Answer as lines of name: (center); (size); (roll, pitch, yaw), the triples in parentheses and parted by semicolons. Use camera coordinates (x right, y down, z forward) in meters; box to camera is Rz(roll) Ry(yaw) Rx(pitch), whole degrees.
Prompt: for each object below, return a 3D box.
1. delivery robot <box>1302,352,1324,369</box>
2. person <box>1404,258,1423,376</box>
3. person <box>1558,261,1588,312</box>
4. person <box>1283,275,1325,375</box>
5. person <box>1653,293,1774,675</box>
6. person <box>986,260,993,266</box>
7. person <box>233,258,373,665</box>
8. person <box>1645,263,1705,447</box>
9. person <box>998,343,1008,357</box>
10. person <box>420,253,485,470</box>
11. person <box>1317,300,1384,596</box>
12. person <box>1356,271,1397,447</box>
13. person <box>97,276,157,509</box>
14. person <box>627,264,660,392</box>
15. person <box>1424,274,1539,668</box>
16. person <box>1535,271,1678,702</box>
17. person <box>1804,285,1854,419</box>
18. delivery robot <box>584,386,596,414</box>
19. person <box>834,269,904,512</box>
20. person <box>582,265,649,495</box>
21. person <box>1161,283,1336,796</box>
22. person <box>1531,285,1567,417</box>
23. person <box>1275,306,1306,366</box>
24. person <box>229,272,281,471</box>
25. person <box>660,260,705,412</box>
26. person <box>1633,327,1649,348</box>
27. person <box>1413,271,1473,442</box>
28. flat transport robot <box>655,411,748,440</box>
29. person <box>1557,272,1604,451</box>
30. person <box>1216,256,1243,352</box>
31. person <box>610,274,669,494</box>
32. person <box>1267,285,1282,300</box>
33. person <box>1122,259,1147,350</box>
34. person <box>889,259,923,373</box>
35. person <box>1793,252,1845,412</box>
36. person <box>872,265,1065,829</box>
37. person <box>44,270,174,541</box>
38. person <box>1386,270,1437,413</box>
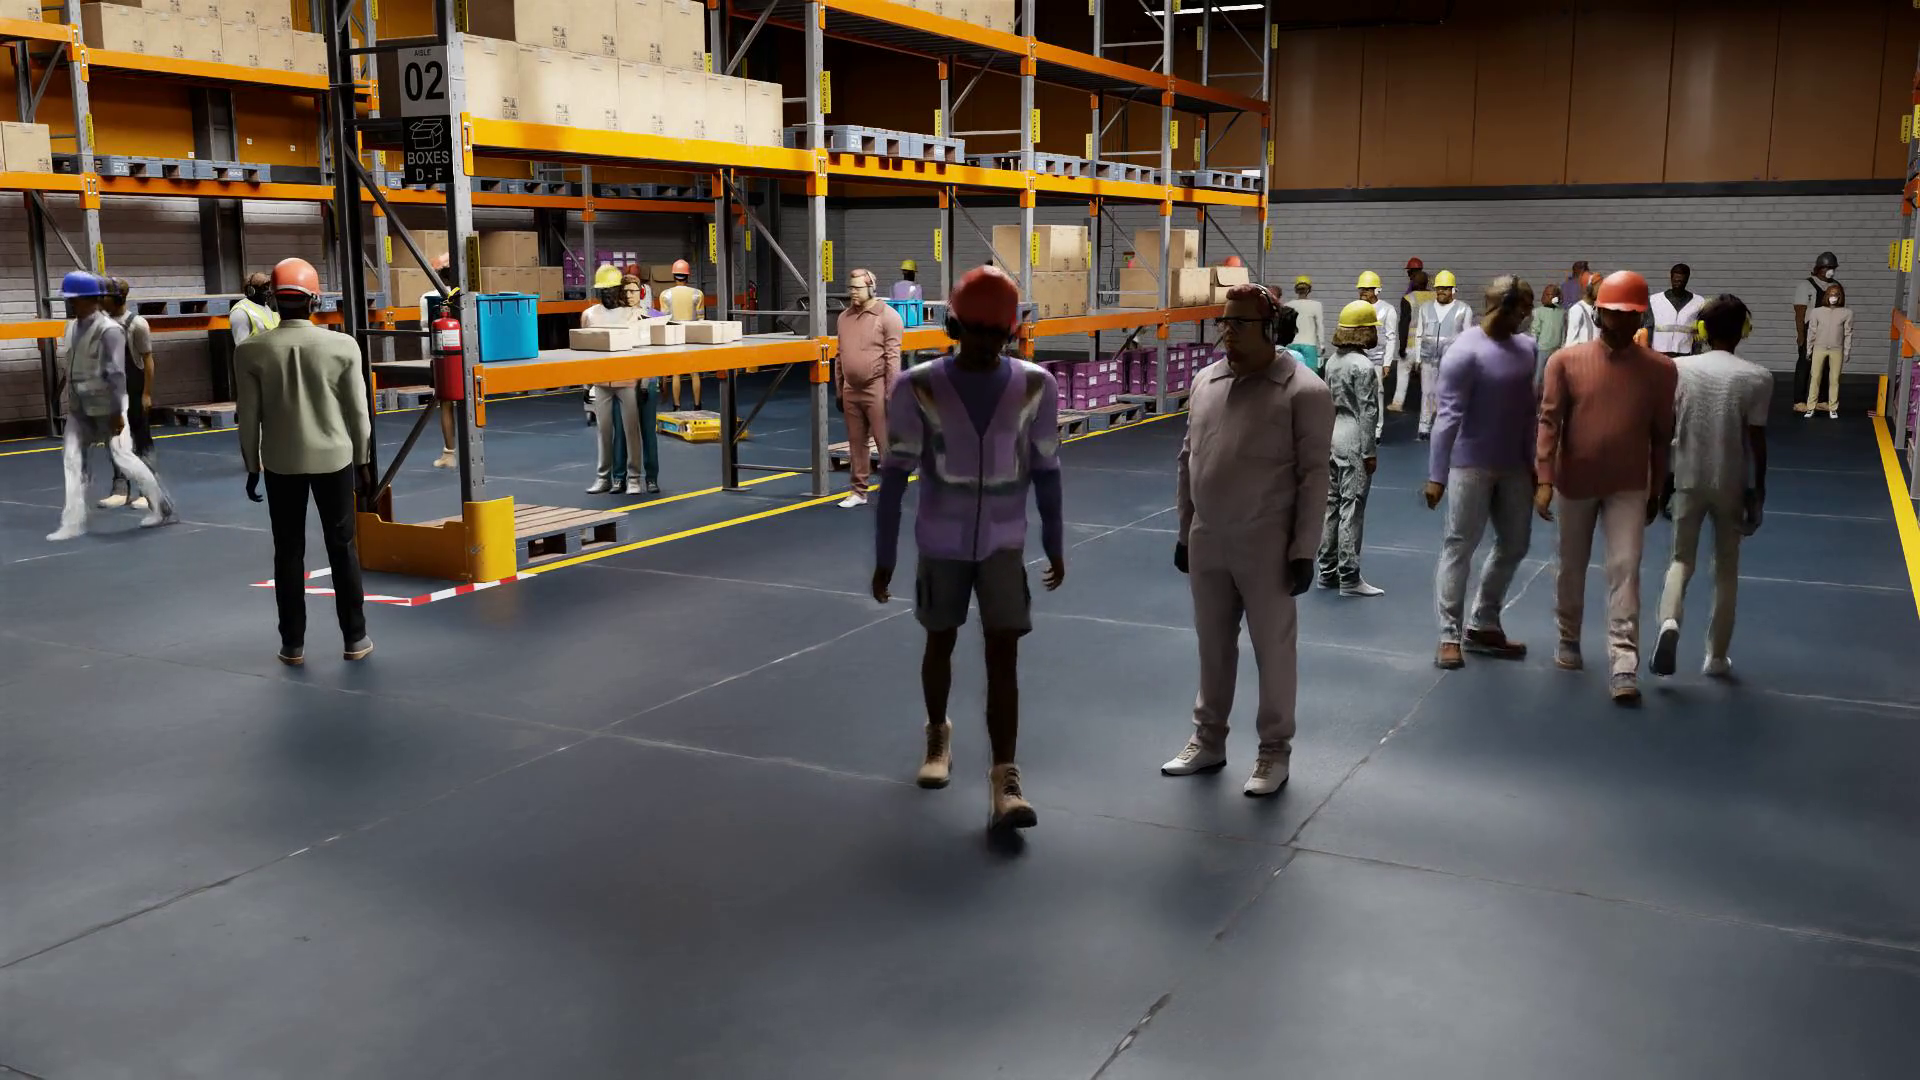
delivery robot: (5.257, -2.730, 25.695); (0.707, 0.478, 0.477); (3, 10, 15)
person: (7.474, -3.675, 27.448); (0.356, 1.938, 0.545); (5, 11, 28)
person: (9.191, -3.201, 24.797); (0.399, 1.907, 0.644); (-2, 10, -13)
person: (4.300, -2.453, 20.910); (0.550, 1.746, 0.526); (5, 11, 28)
person: (3.518, -0.236, 7.832); (0.523, 1.841, 0.658); (6, 12, 32)
person: (0.404, -2.958, 23.293); (0.615, 1.938, 0.716); (2, 10, 11)
person: (-3.216, -0.380, 8.202); (0.608, 1.996, 0.379); (-3, 10, -19)
person: (7.431, -1.920, 17.358); (0.587, 1.914, 0.390); (2, 10, 13)
person: (0.392, -2.371, 20.831); (0.522, 1.622, 0.634); (6, 11, 30)
person: (-4.764, -1.666, 15.644); (0.653, 2.026, 0.509); (-8, 12, -38)
person: (2.333, -0.542, 9.873); (0.296, 1.745, 0.485); (-3, 10, -17)
person: (4.244, -1.883, 17.378); (0.592, 1.833, 0.404); (8, 13, 40)
person: (-6.615, -1.160, 13.164); (0.504, 1.842, 0.346); (3, 10, 15)
person: (-4.616, -3.063, 24.120); (0.427, 1.868, 0.614); (6, 12, 32)
person: (2.569, -0.335, 8.192); (0.759, 1.922, 0.390); (-6, 11, -31)
person: (2.995, -0.274, 7.762); (0.610, 1.943, 1.028); (3, 10, 15)
person: (10.649, -2.305, 20.391); (0.500, 1.636, 0.280); (5, 11, 27)
delivery robot: (-4.214, -1.695, 19.715); (0.477, 0.478, 0.707); (1, 10, 3)
person: (-0.741, -1.171, 13.082); (0.637, 1.898, 0.396); (7, 12, 35)
person: (-2.889, -1.331, 13.916); (0.593, 1.922, 0.387); (2, 10, 10)
person: (1.064, -0.002, 6.273); (0.639, 1.909, 0.407); (9, 13, 43)
person: (7.268, -2.331, 20.547); (0.507, 1.633, 0.278); (-4, 10, -20)
person: (2.265, -0.793, 11.567); (0.753, 1.658, 0.539); (-4, 11, -23)
person: (-6.503, -1.567, 15.524); (0.429, 1.843, 0.629); (1, 10, 6)
person: (-3.380, -2.441, 20.300); (0.542, 1.939, 0.369); (-2, 10, -12)
person: (5.893, -1.361, 14.743); (0.318, 1.699, 0.535); (-4, 11, -23)
person: (5.123, -1.940, 17.703); (0.588, 1.834, 0.403); (5, 11, 27)
flat transport robot: (-2.917, -1.282, 18.416); (0.652, 0.197, 1.431); (-5, 11, -28)
person: (6.173, -1.705, 16.358); (0.897, 1.840, 0.598); (7, 12, 36)
person: (4.046, -3.334, 25.352); (0.530, 1.975, 0.635); (0, 10, -2)
person: (-2.742, -1.310, 14.022); (0.571, 1.843, 0.373); (-1, 10, -8)
person: (4.019, -2.525, 21.745); (0.508, 1.608, 0.752); (5, 11, 26)
person: (2.683, -3.392, 25.865); (0.444, 1.915, 0.665); (-4, 11, -24)
person: (-0.772, -3.208, 24.781); (0.594, 1.922, 0.385); (6, 11, 31)
person: (11.016, -2.653, 21.236); (0.679, 2.000, 0.537); (-3, 10, -14)
person: (0.043, 0.018, 5.955); (0.716, 1.965, 1.059); (-1, 10, -8)
person: (-6.143, -0.972, 11.964); (0.618, 1.917, 0.932); (5, 11, 27)
person: (5.821, -2.507, 21.063); (0.640, 1.824, 0.798); (-4, 11, -23)
